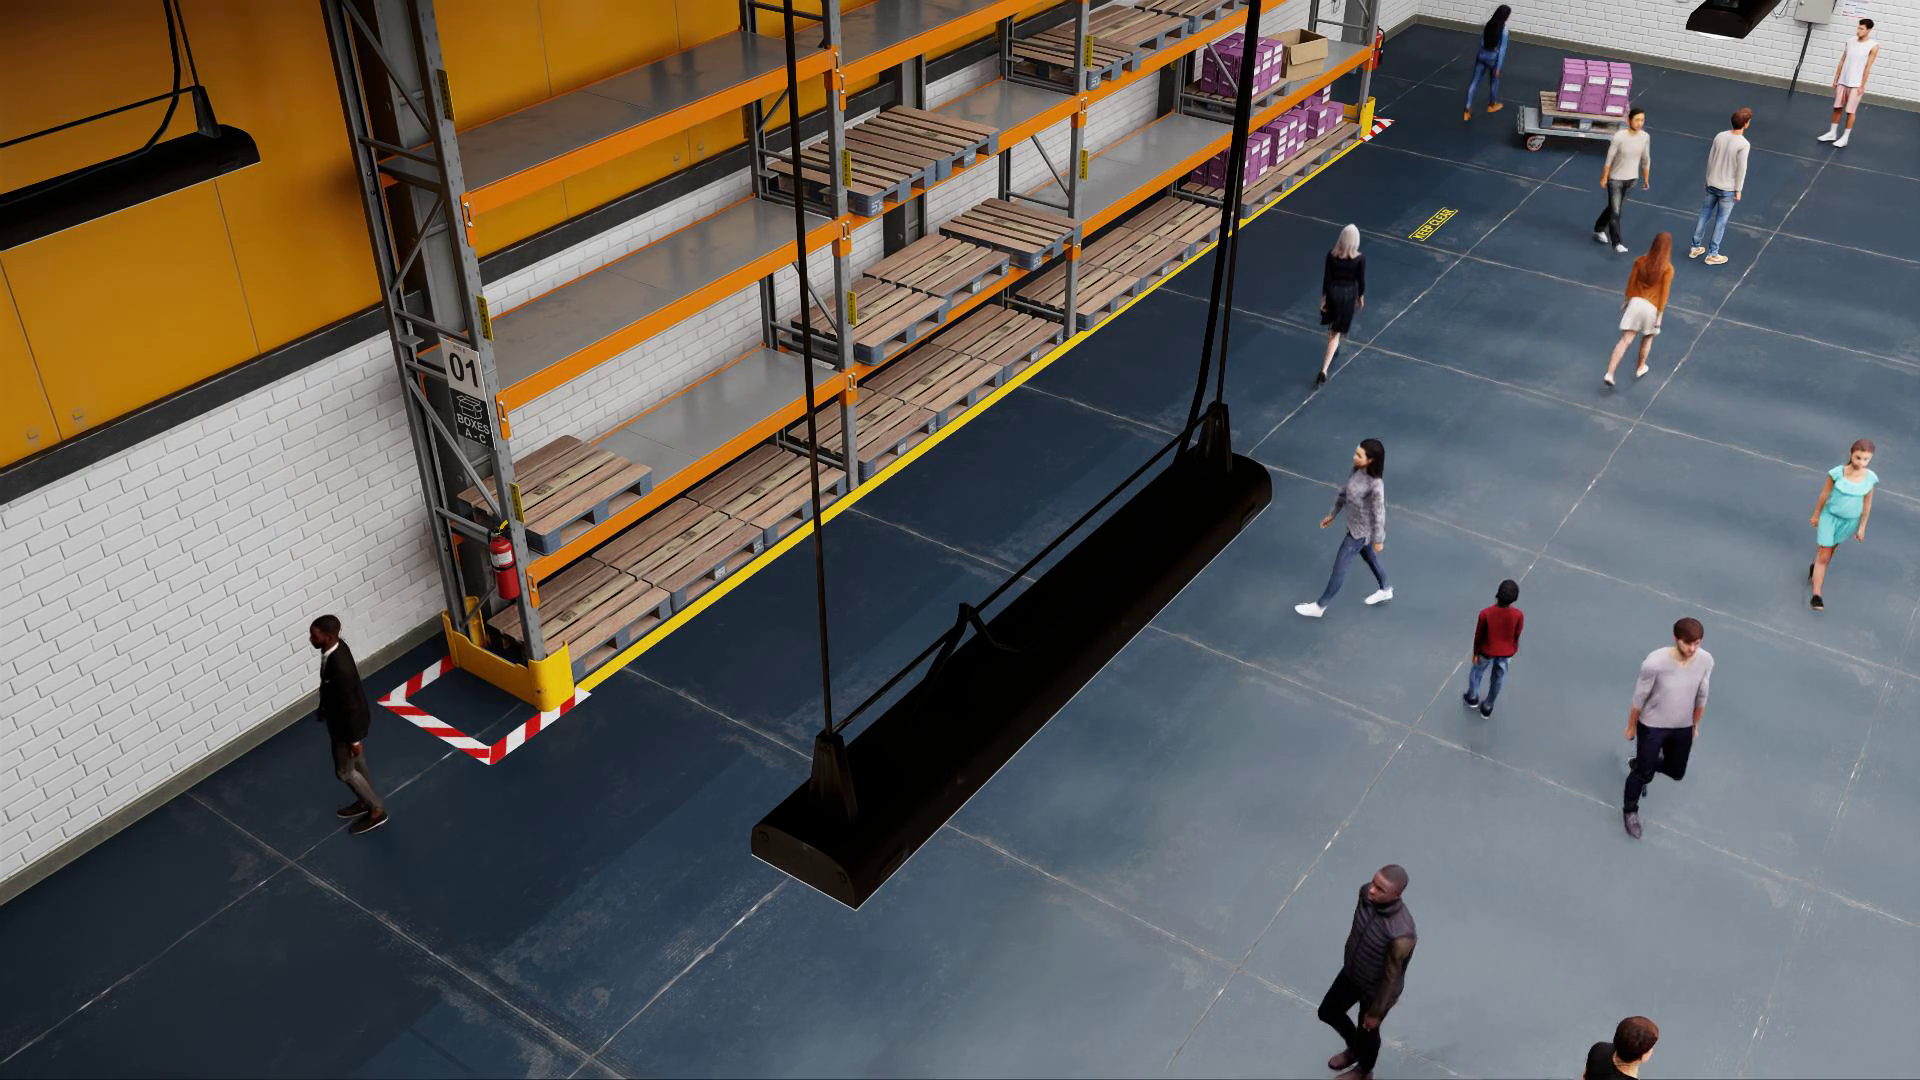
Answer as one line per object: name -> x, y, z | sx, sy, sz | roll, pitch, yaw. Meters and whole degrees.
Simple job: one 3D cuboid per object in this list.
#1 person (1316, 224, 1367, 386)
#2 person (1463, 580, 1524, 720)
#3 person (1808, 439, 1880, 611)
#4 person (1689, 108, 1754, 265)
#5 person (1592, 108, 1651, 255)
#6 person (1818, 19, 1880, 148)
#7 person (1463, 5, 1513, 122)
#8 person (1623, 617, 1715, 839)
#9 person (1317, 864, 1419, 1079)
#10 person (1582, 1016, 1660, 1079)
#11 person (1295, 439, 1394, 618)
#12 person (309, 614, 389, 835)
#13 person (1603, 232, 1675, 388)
person -> 3.982, -2.435, 17.492 | 0.813, 1.700, 1.214 | 12, 35, 17
person -> 4.170, 0.879, 12.916 | 0.583, 1.246, 0.614 | 6, 34, 9
person -> 7.554, -0.202, 14.300 | 0.765, 1.515, 1.099 | 10, 35, 15
person -> 9.212, -4.282, 20.087 | 0.729, 1.903, 0.757 | -18, 37, -25
person -> 8.111, -4.468, 20.480 | 1.132, 1.777, 1.188 | -6, 34, -9
person -> 12.618, -6.473, 23.495 | 0.732, 1.780, 0.735 | -17, 37, -23
person -> 7.677, -6.916, 24.258 | 1.181, 1.672, 0.916 | -25, 41, -33
person -> 4.976, 1.252, 11.830 | 0.922, 1.826, 0.995 | -2, 34, -3
person -> 2.495, 2.595, 9.813 | 0.857, 1.823, 0.827 | -11, 35, -15
person -> 3.351, 3.231, 8.832 | 1.117, 1.849, 1.051 | -6, 34, -10
person -> 3.453, -0.097, 13.988 | 1.180, 1.684, 1.133 | -5, 34, -7
person -> -4.315, 1.262, 11.842 | 0.805, 1.797, 0.792 | -15, 36, -21
person -> 7.117, -2.377, 17.414 | 0.728, 1.689, 1.111 | 28, 42, 35
